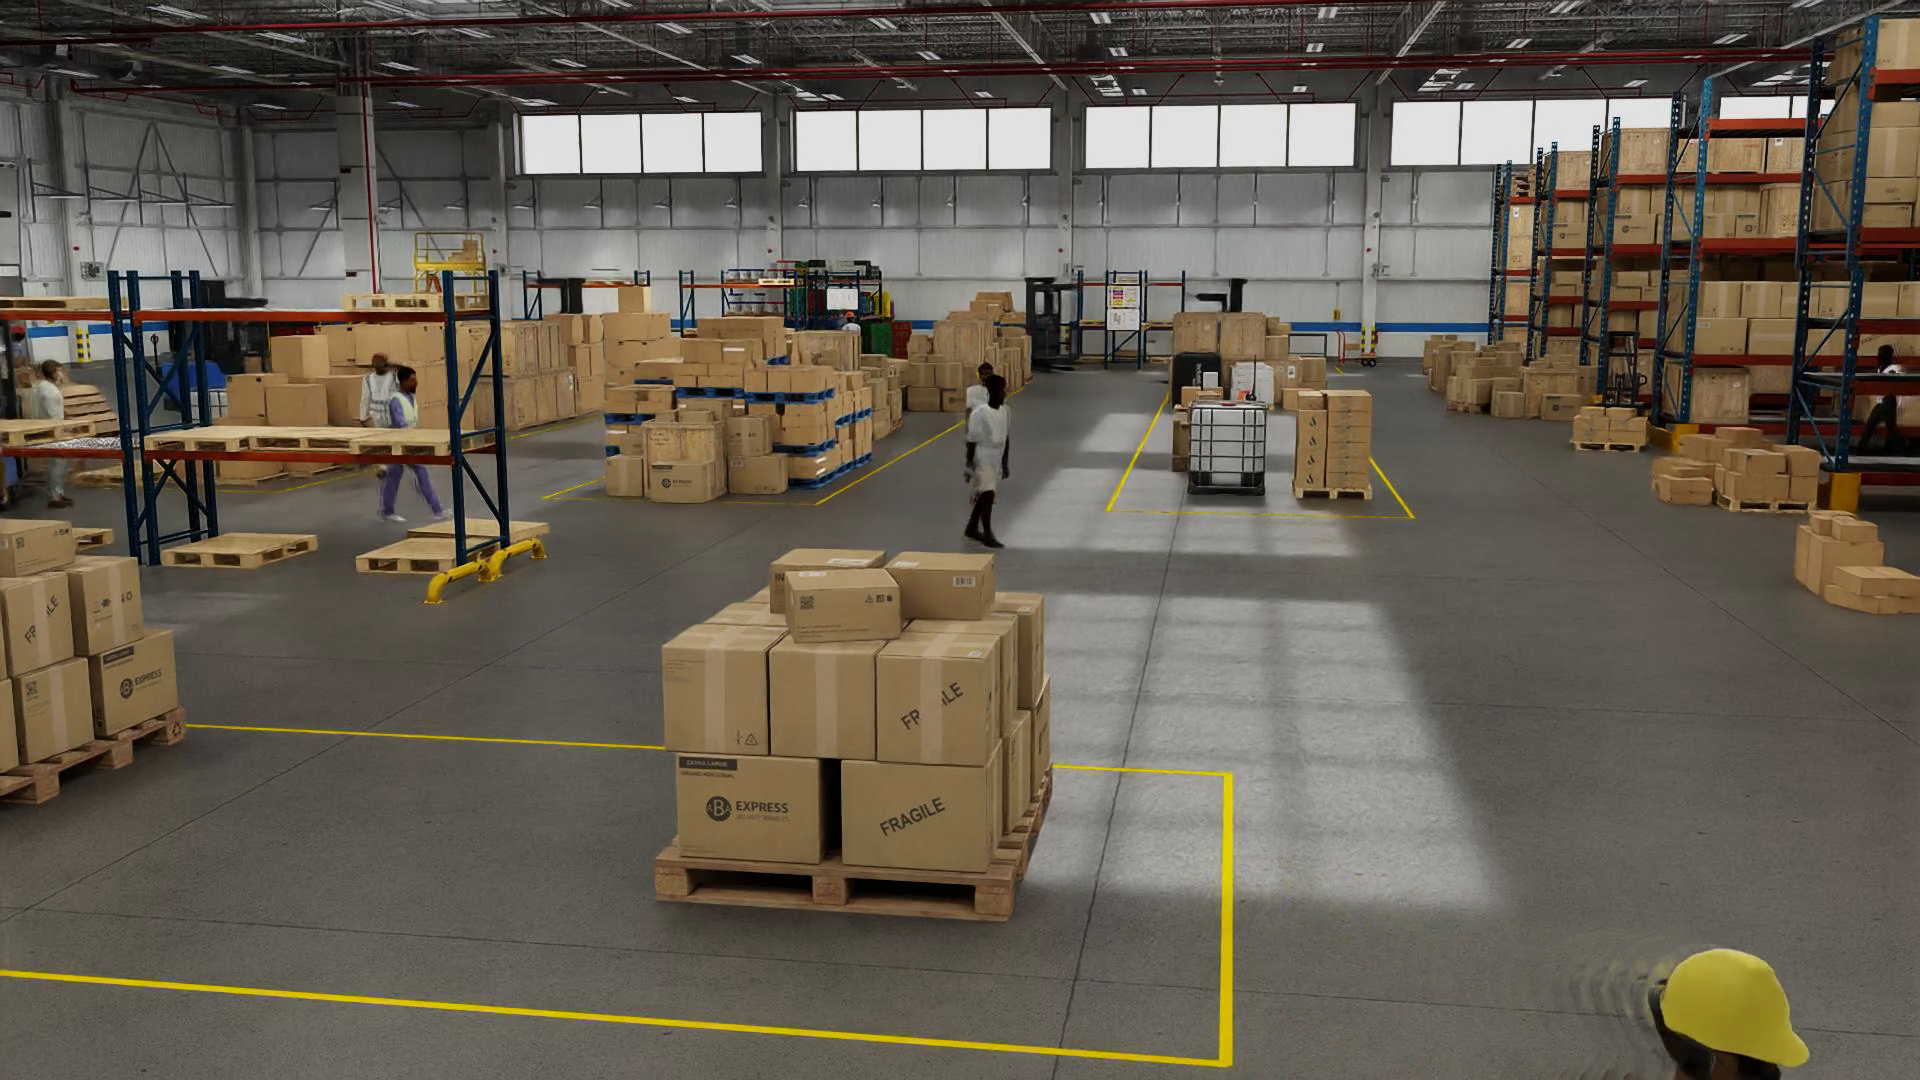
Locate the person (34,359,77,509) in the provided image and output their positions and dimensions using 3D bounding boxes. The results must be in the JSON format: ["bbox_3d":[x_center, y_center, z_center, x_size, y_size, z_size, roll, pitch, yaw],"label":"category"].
[{"bbox_3d":[-11.498,-1.349,21.192,0.487,1.914,0.652,-6,11,-34],"label":"person"}]

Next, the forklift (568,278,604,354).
[{"bbox_3d":[-10.414,-5.735,45.284,1.873,2.768,1.129,-3,10,-17],"label":"forklift"}]

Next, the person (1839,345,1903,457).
[{"bbox_3d":[14.245,-2.079,25.821,0.973,1.868,0.626,2,9,10],"label":"person"}]

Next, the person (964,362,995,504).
[{"bbox_3d":[0.306,-1.386,21.622,0.528,1.855,0.435,-3,10,-19],"label":"person"}]

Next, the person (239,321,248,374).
[{"bbox_3d":[-19.930,-5.249,46.125,0.510,1.635,0.311,4,10,25],"label":"person"}]

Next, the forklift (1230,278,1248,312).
[{"bbox_3d":[7.155,-5.372,43.048,1.873,2.768,1.129,2,9,9],"label":"forklift"}]

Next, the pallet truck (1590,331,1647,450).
[{"bbox_3d":[11.253,-2.573,28.499,0.823,1.965,1.885,5,10,27],"label":"pallet truck"}]

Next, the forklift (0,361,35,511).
[{"bbox_3d":[-12.673,-1.819,21.130,1.129,2.768,1.873,-3,10,-19],"label":"forklift"}]

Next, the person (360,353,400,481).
[{"bbox_3d":[-8.388,-1.775,24.084,0.596,1.826,0.990,0,9,2],"label":"person"}]

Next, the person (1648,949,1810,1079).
[{"bbox_3d":[1.436,1.637,3.259,0.366,1.750,0.548,8,12,42],"label":"person"}]

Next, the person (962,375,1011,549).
[{"bbox_3d":[0.248,-0.868,18.285,0.751,1.917,0.629,7,12,37],"label":"person"}]

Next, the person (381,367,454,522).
[{"bbox_3d":[-6.568,-1.129,19.987,0.956,1.874,0.594,1,9,7],"label":"person"}]

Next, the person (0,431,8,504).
[{"bbox_3d":[-9.584,-0.505,16.209,0.519,1.844,0.330,-5,11,-29],"label":"person"}]

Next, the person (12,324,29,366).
[{"bbox_3d":[-19.654,-3.537,34.701,0.825,1.914,0.572,-2,9,-14],"label":"person"}]

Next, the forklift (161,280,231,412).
[{"bbox_3d":[-15.980,-4.153,35.530,1.129,2.768,1.873,9,13,43],"label":"forklift"}]

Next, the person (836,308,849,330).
[{"bbox_3d":[-3.583,-6.152,50.883,0.468,1.896,0.698,-8,12,-39],"label":"person"}]

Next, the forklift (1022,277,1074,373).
[{"bbox_3d":[2.354,-6.441,49.639,1.129,2.768,1.873,-8,12,-41],"label":"forklift"}]

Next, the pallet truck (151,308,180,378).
[{"bbox_3d":[-21.869,-5.598,47.154,0.823,1.965,1.885,4,10,26],"label":"pallet truck"}]

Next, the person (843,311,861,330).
[{"bbox_3d":[-2.964,-5.238,45.153,0.545,1.929,0.392,-6,11,-34],"label":"person"}]
